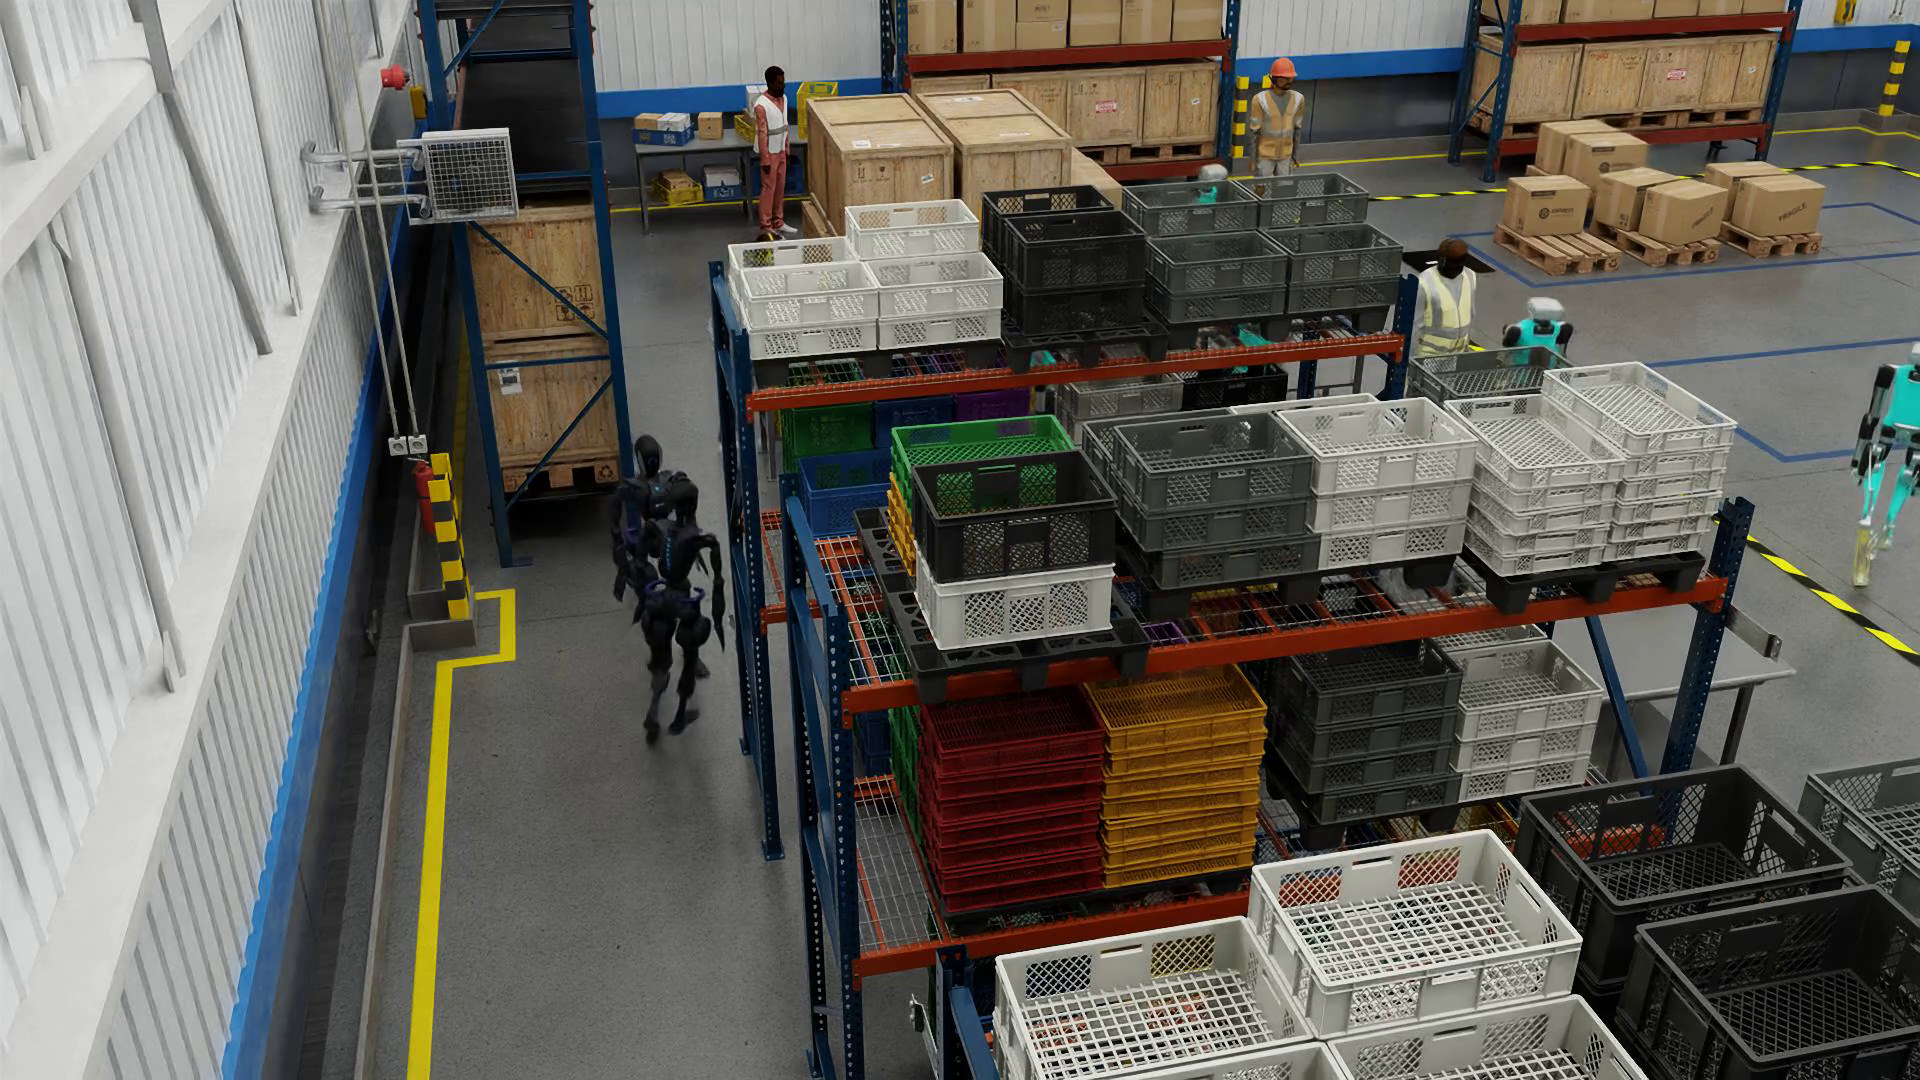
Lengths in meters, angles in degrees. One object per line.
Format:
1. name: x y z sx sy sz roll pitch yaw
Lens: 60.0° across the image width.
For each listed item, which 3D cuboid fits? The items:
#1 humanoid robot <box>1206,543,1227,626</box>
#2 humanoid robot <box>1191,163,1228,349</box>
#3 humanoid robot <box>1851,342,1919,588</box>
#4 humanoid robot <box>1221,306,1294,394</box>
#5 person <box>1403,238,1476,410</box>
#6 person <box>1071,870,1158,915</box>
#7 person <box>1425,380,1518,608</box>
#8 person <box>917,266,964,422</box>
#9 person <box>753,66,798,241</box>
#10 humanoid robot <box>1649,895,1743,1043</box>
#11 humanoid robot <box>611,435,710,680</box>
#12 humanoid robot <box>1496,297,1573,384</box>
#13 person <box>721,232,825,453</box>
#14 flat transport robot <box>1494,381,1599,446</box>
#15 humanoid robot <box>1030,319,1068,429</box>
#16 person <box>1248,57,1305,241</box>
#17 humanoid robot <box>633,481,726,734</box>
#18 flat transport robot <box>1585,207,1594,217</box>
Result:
1. humanoid robot: 1.750 -0.138 10.809 0.521 1.643 0.612 -7 29 -13
2. humanoid robot: 2.027 -2.505 15.288 0.864 1.834 0.551 -11 30 -20
3. humanoid robot: 6.362 -0.434 11.331 0.542 1.743 1.047 14 31 24
4. humanoid robot: 1.928 -0.832 12.087 0.547 1.794 0.923 23 35 37
5. person: 3.807 -1.513 13.241 0.622 1.838 0.430 -12 30 -22
6. person: 0.695 1.217 8.042 0.643 1.850 0.528 -5 28 -10
7. person: 3.425 -0.232 10.882 0.403 1.751 0.533 13 31 24
8. person: -0.147 -1.244 12.715 0.512 1.845 0.337 22 35 36
9. person: -2.072 -4.285 18.423 0.393 1.910 0.584 10 29 19
10. humanoid robot: 2.919 2.040 6.726 0.783 1.631 0.609 -12 30 -22
11. humanoid robot: -1.851 0.130 10.276 0.612 1.649 0.384 -16 32 -28
12. humanoid robot: 4.215 -0.768 11.989 0.548 1.831 0.885 -7 28 -12
13. person: -1.536 -1.569 13.381 0.960 1.806 0.560 -14 31 -25
14. flat transport robot: 4.780 -1.036 14.013 0.659 0.231 1.431 -6 28 -12
15. humanoid robot: 0.785 -1.048 12.417 0.670 1.763 0.540 2 28 5
16. person: 3.437 -4.220 18.149 0.606 2.048 0.366 -7 28 -12
17. humanoid robot: -1.678 0.430 9.731 0.617 1.633 0.433 9 29 17
18. flat transport robot: 7.331 -3.968 19.545 1.431 0.197 0.652 -6 28 -12
